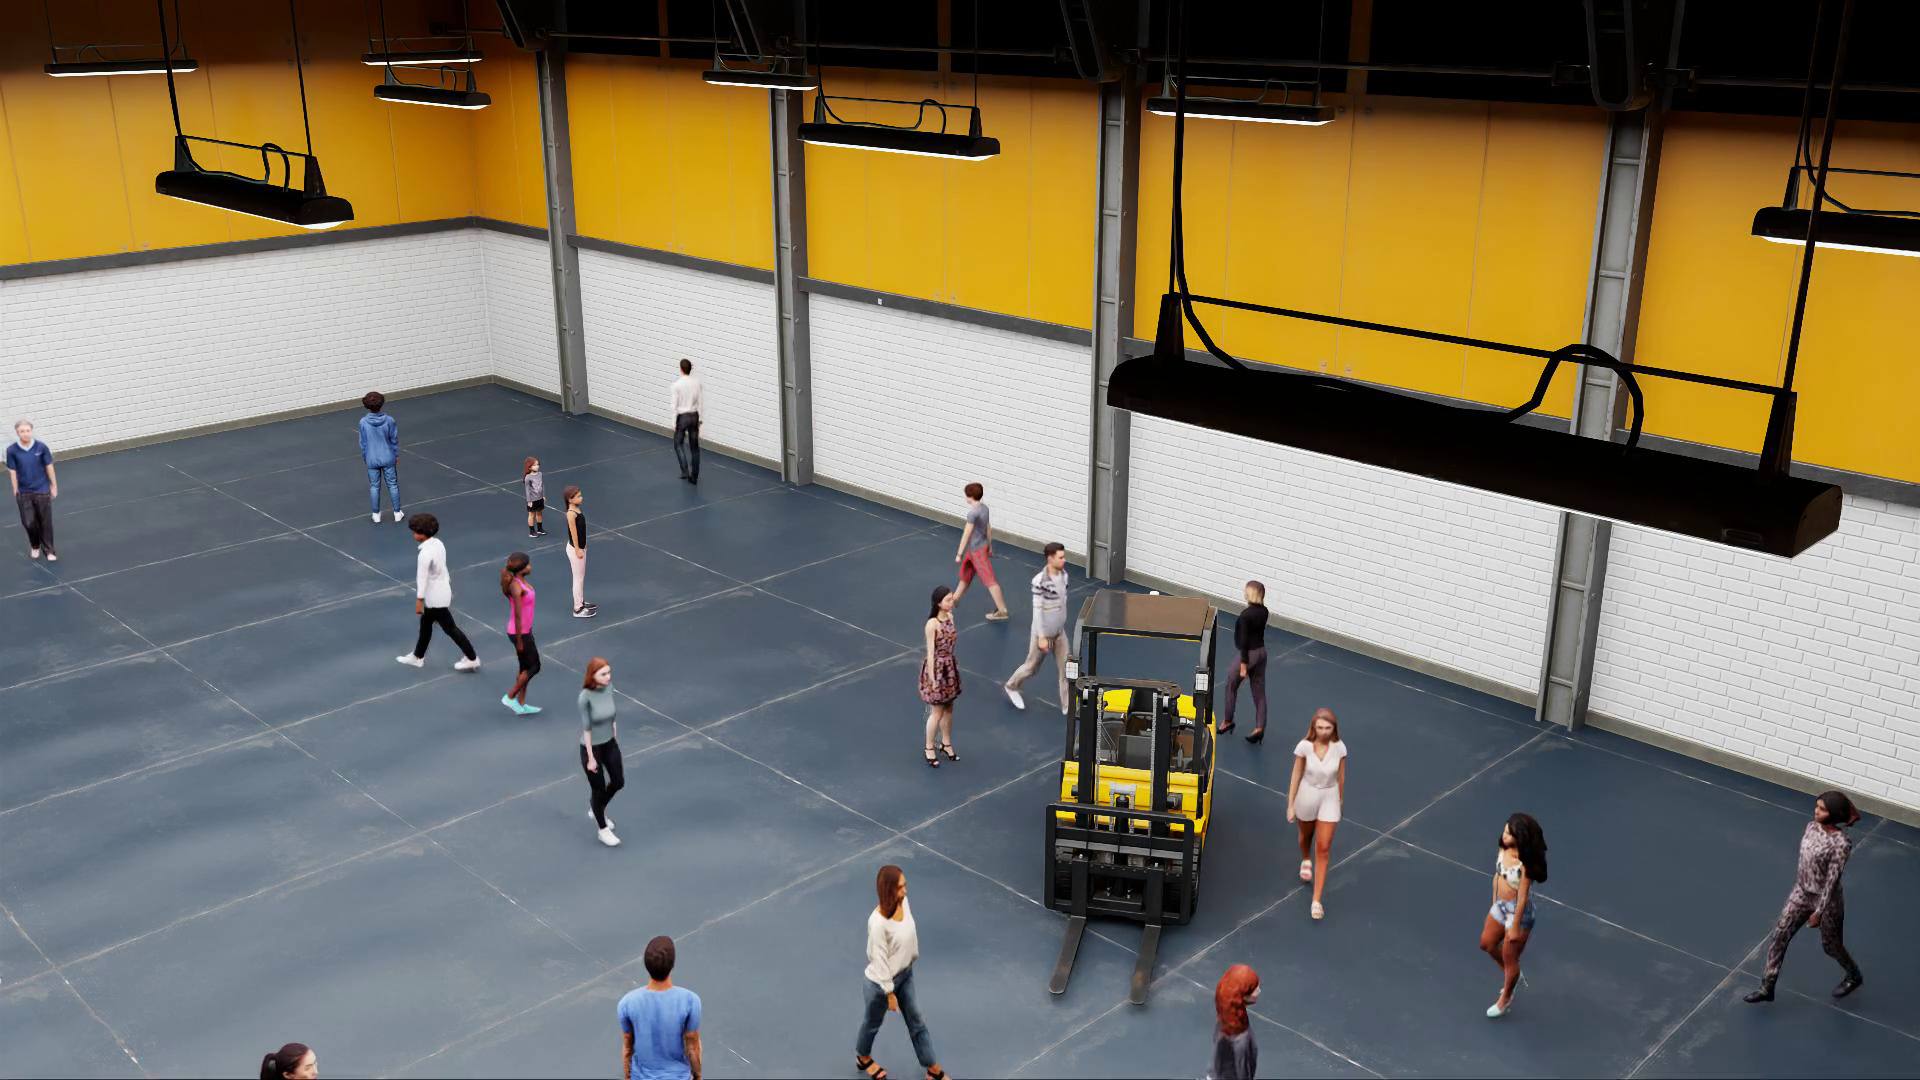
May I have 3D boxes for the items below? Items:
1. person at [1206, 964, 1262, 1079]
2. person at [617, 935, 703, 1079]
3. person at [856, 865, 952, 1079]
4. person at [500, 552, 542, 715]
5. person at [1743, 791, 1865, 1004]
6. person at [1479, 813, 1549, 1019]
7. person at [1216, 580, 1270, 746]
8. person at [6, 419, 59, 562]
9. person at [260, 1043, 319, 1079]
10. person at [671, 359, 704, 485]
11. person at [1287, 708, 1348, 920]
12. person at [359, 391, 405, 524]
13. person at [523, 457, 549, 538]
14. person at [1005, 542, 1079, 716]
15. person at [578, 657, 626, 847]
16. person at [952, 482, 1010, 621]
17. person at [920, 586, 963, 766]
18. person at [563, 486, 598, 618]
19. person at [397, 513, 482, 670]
[{"bbox_3d":[1.493,3.270,9.744,0.752,1.767,0.696,1,19,2],"label":"person"},{"bbox_3d":[-1.751,3.230,9.735,0.855,1.849,0.915,-2,19,-7],"label":"person"},{"bbox_3d":[-0.545,2.894,11.046,1.072,1.649,0.810,10,21,28],"label":"person"},{"bbox_3d":[-4.504,0.955,16.719,0.800,1.703,0.736,-1,19,-2],"label":"person"},{"bbox_3d":[6.213,2.598,11.886,1.044,1.675,1.151,-4,19,-13],"label":"person"},{"bbox_3d":[3.983,2.663,11.787,0.735,1.615,0.668,-5,19,-15],"label":"person"},{"bbox_3d":[2.873,1.212,16.031,0.742,1.656,0.614,17,25,42],"label":"person"},{"bbox_3d":[-11.824,-0.639,21.210,0.740,1.858,0.726,-11,21,-29],"label":"person"},{"bbox_3d":[-3.644,3.518,9.223,0.774,1.631,0.637,-7,20,-19],"label":"person"},{"bbox_3d":[-3.959,-1.711,24.390,0.758,1.860,0.708,-11,22,-30],"label":"person"},{"bbox_3d":[2.867,2.101,13.400,1.131,1.650,1.079,3,19,9],"label":"person"},{"bbox_3d":[-7.936,-1.138,22.778,0.753,1.804,0.755,-4,19,-13],"label":"person"},{"bbox_3d":[-5.690,-0.594,22.255,0.500,1.107,0.504,11,21,28],"label":"person"},{"bbox_3d":[0.815,0.886,16.707,0.662,1.843,1.139,-17,25,-41],"label":"person"},{"bbox_3d":[-3.139,1.785,14.210,0.654,1.732,0.605,14,23,36],"label":"person"},{"bbox_3d":[0.294,0.172,19.206,1.263,1.601,0.933,7,20,20],"label":"person"},{"bbox_3d":[-0.186,1.277,15.662,0.747,1.768,0.737,12,22,32],"label":"person"},{"bbox_3d":[-4.474,0.114,19.433,0.677,1.566,0.605,-2,19,-6],"label":"person"},{"bbox_3d":[-5.491,0.599,17.691,1.197,1.758,1.141,0,19,0],"label":"person"}]
